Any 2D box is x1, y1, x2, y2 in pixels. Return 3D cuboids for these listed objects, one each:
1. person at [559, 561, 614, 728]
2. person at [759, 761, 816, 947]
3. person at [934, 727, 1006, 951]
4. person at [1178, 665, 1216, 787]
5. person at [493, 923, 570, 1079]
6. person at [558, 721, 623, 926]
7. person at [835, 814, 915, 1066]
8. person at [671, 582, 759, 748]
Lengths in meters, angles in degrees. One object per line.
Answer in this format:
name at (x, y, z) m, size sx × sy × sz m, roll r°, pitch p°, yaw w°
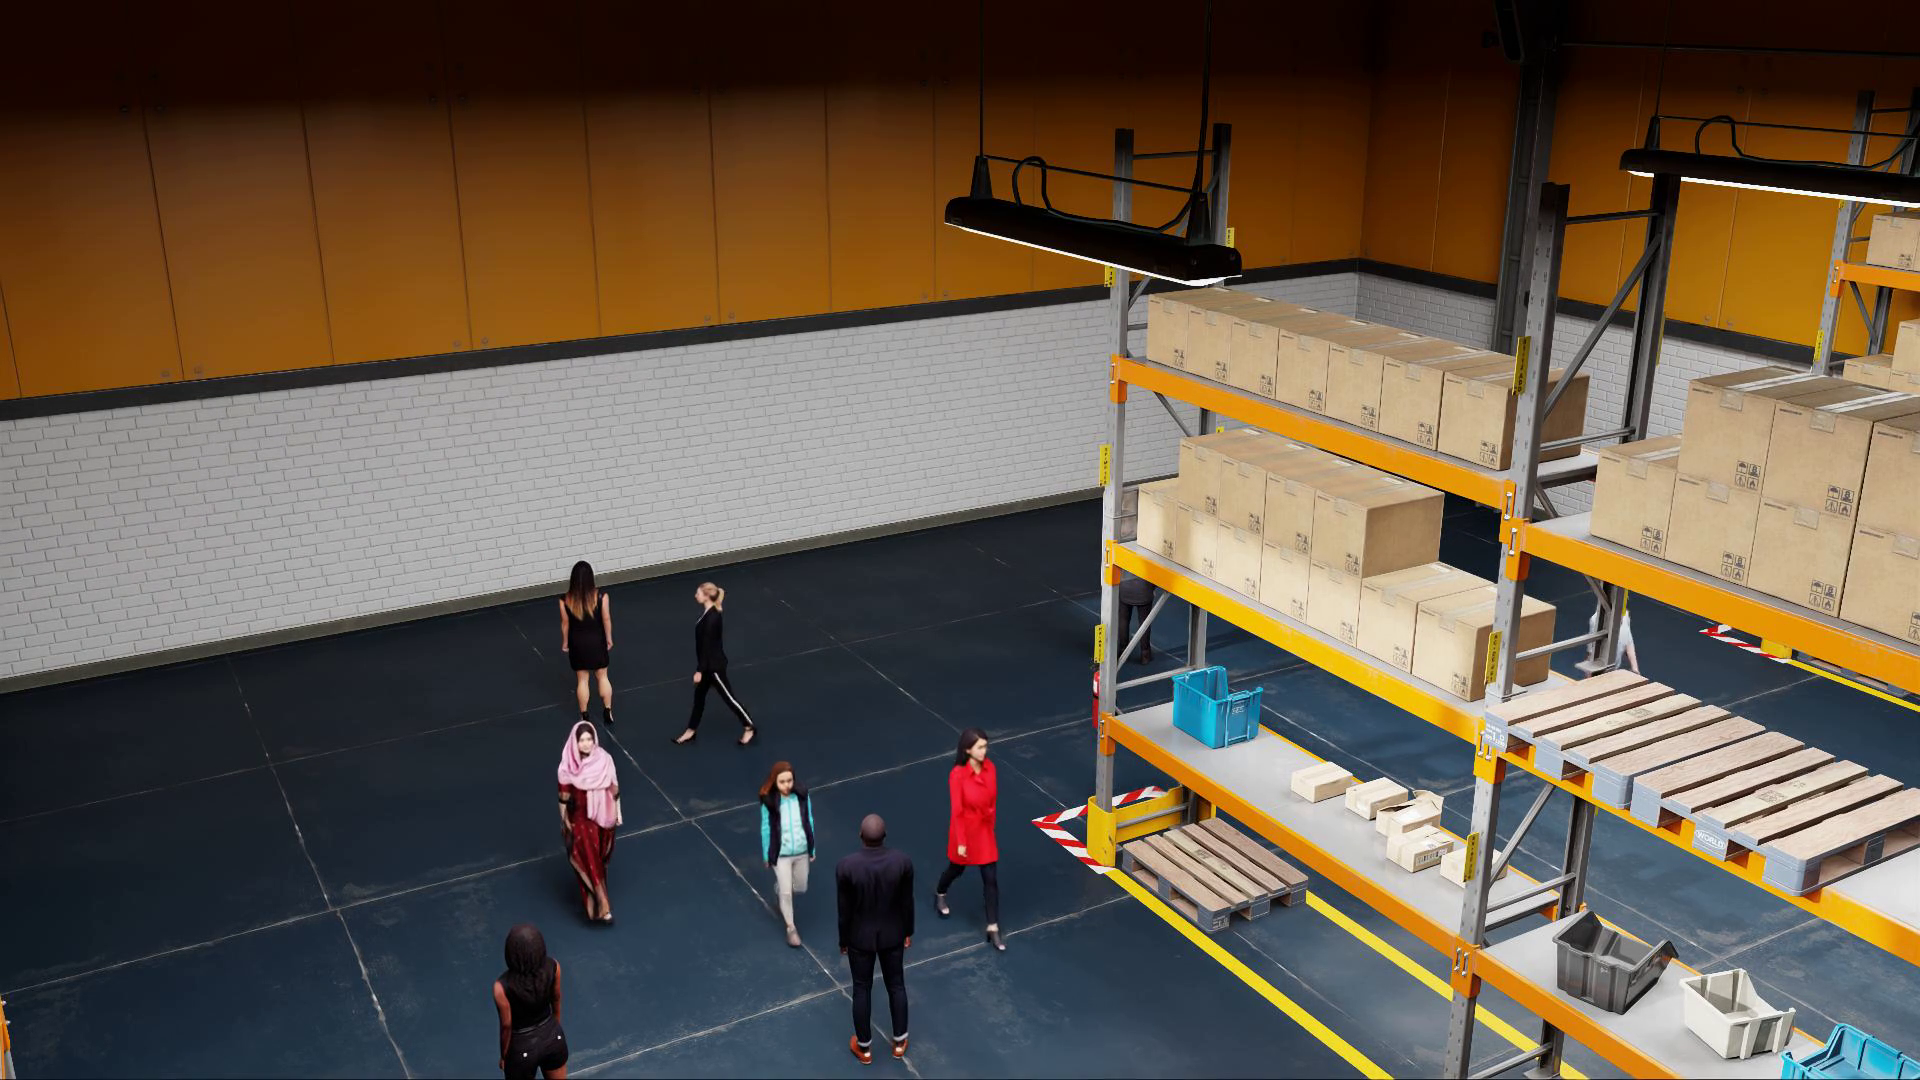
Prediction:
person at (-3.642, 1.030, 16.288) m, size 0.719 × 1.718 × 0.700 m, roll -5°, pitch 19°, yaw -13°
person at (-1.329, 2.347, 12.737) m, size 0.578 × 1.487 × 0.788 m, roll -9°, pitch 21°, yaw -24°
person at (0.031, 2.239, 12.712) m, size 0.624 × 1.708 × 1.065 m, roll -12°, pitch 22°, yaw -31°
person at (2.156, 1.713, 14.922) m, size 0.774 × 1.294 × 0.714 m, roll 5°, pitch 19°, yaw 14°
person at (-2.588, 3.098, 10.110) m, size 0.641 × 1.741 × 0.603 m, roll -18°, pitch 25°, yaw -42°
person at (-2.938, 2.162, 13.107) m, size 0.660 × 1.602 × 1.041 m, roll -11°, pitch 22°, yaw -30°
person at (-0.568, 2.682, 11.225) m, size 0.757 × 1.818 × 0.713 m, roll -4°, pitch 19°, yaw -11°
person at (-2.244, 1.233, 15.778) m, size 0.940 × 1.658 × 1.087 m, roll -3°, pitch 19°, yaw -8°
